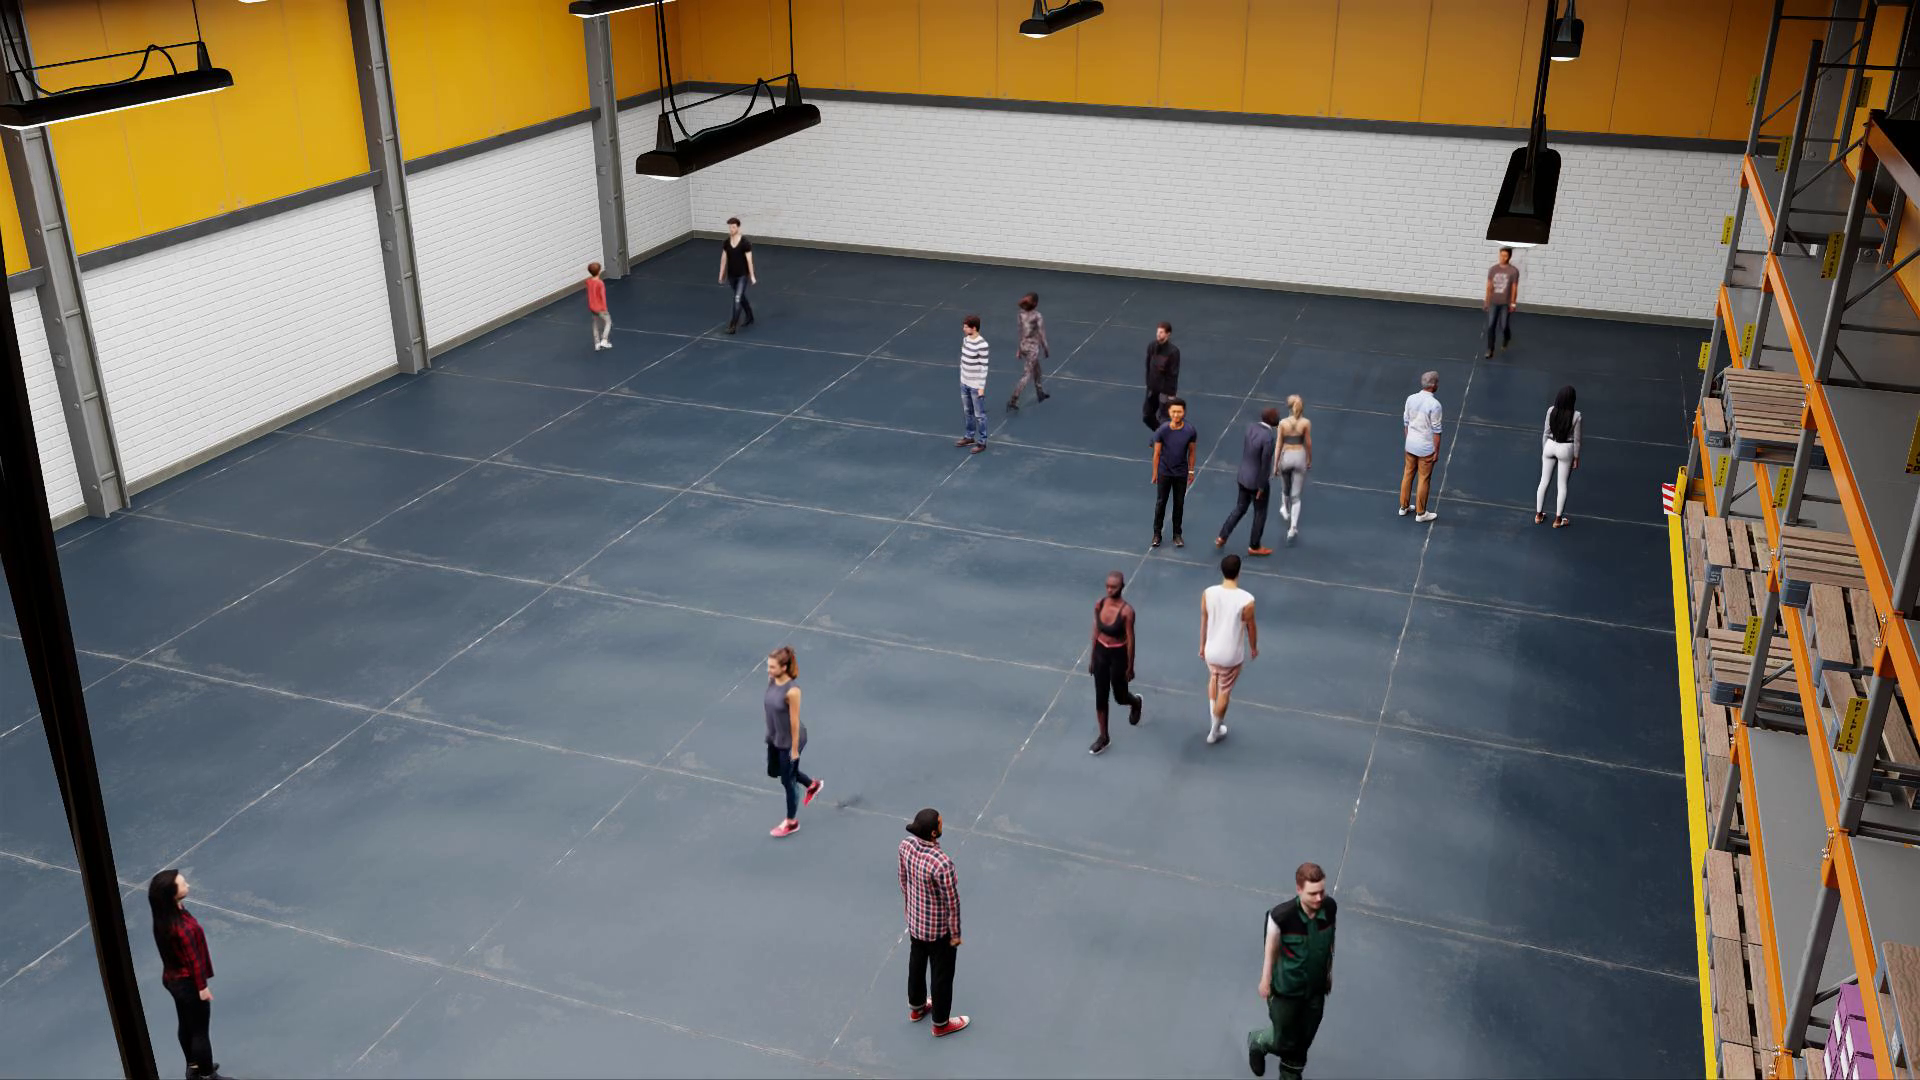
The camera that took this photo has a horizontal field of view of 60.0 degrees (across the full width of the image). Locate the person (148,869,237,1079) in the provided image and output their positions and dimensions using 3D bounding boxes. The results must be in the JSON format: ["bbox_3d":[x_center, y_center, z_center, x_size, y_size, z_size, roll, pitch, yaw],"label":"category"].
[{"bbox_3d":[-5.067,2.883,10.870,0.653,1.657,0.645,22,32,40],"label":"person"}]

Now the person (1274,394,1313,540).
[{"bbox_3d":[3.879,-0.825,19.344,0.682,1.664,1.191,7,25,15],"label":"person"}]

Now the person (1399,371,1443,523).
[{"bbox_3d":[5.509,-1.132,19.843,0.786,1.827,0.770,-15,28,-31],"label":"person"}]

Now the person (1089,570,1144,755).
[{"bbox_3d":[1.427,1.050,14.957,0.755,1.741,1.016,16,29,33],"label":"person"}]

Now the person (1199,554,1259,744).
[{"bbox_3d":[2.341,1.029,14.981,0.723,1.762,0.849,15,28,30],"label":"person"}]

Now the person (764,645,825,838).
[{"bbox_3d":[-1.355,1.626,13.677,0.911,1.712,0.796,-17,29,-34],"label":"person"}]

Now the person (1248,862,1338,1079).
[{"bbox_3d":[2.148,2.830,10.778,0.894,1.828,0.960,-8,25,-19],"label":"person"}]

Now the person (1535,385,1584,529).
[{"bbox_3d":[7.091,-1.009,19.690,0.661,1.724,0.625,19,30,37],"label":"person"}]

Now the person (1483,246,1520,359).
[{"bbox_3d":[8.414,-3.700,25.796,0.753,1.764,0.858,17,29,34],"label":"person"}]

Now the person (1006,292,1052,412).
[{"bbox_3d":[0.943,-2.621,23.445,1.236,1.670,0.953,-20,31,-38],"label":"person"}]

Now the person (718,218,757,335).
[{"bbox_3d":[-3.567,-4.307,27.083,0.781,1.845,1.267,11,26,24],"label":"person"}]

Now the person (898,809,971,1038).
[{"bbox_3d":[-0.194,2.595,11.399,0.775,1.761,0.757,21,31,40],"label":"person"}]

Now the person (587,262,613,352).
[{"bbox_3d":[-5.733,-3.657,26.139,0.527,1.410,0.524,11,26,23],"label":"person"}]

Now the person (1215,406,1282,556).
[{"bbox_3d":[3.275,-0.651,18.783,1.051,1.794,1.003,-10,26,-22],"label":"person"}]

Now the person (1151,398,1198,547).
[{"bbox_3d":[2.452,-0.793,19.110,0.696,1.793,0.637,1,24,3],"label":"person"}]

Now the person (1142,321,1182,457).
[{"bbox_3d":[2.702,-1.996,21.817,0.841,1.829,0.854,21,31,39],"label":"person"}]

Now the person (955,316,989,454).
[{"bbox_3d":[0.189,-2.086,22.002,0.735,1.846,0.722,-16,28,-32],"label":"person"}]
